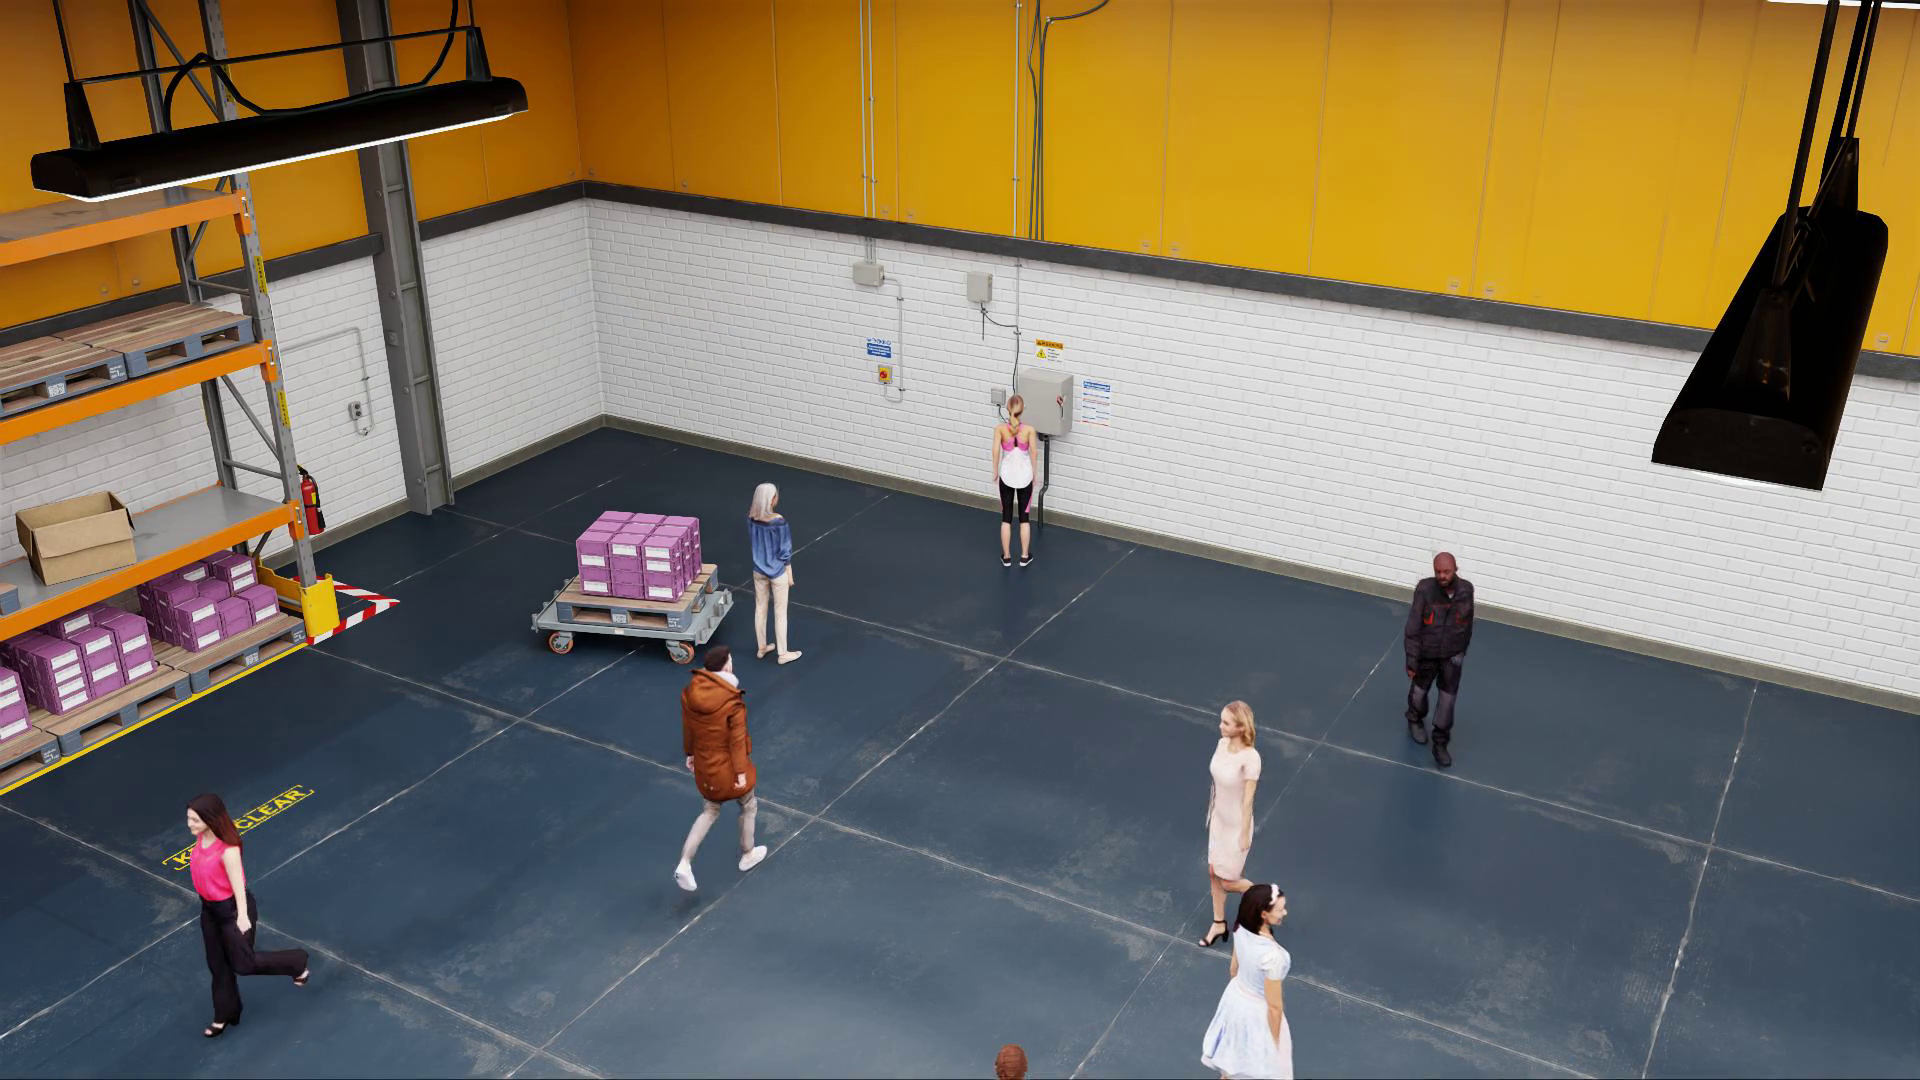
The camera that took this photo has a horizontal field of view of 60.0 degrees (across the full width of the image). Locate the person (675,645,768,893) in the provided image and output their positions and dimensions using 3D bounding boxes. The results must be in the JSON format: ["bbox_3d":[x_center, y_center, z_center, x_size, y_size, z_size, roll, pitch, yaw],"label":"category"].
[{"bbox_3d":[-1.707,1.615,11.526,0.690,1.811,1.039,13,27,28],"label":"person"}]

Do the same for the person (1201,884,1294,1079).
[{"bbox_3d":[1.602,2.668,9.112,0.908,1.814,0.856,-9,25,-19],"label":"person"}]

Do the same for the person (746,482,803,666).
[{"bbox_3d":[-1.677,0.283,14.713,0.606,1.697,0.557,14,27,29],"label":"person"}]

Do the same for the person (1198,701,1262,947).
[{"bbox_3d":[1.856,1.872,10.930,0.910,1.817,0.817,-11,26,-23],"label":"person"}]

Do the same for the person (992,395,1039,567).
[{"bbox_3d":[0.554,-0.591,16.600,0.677,1.787,0.655,3,24,6],"label":"person"}]

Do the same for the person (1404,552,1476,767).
[{"bbox_3d":[3.817,0.841,13.318,0.995,1.793,1.152,-2,24,-4],"label":"person"}]

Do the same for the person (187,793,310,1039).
[{"bbox_3d":[-4.437,2.269,10.240,0.651,1.641,0.950,17,29,34],"label":"person"}]
